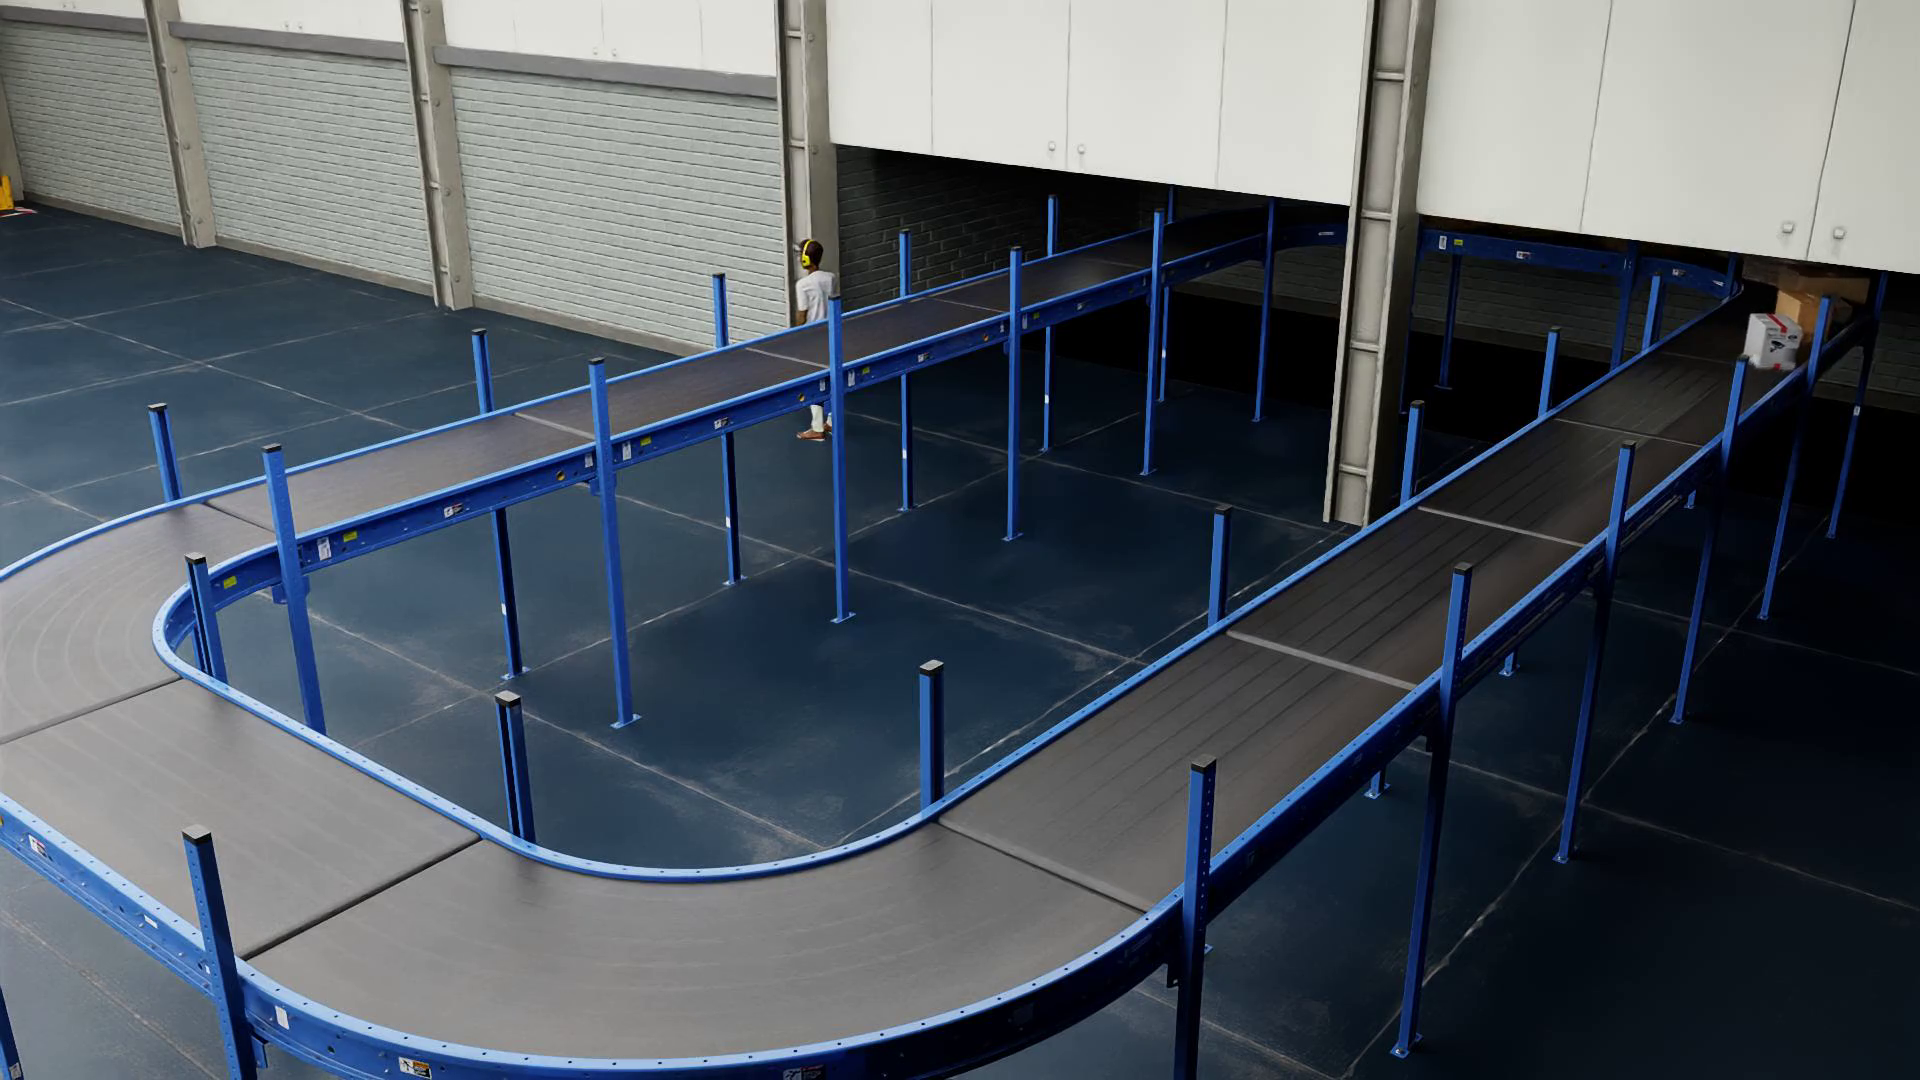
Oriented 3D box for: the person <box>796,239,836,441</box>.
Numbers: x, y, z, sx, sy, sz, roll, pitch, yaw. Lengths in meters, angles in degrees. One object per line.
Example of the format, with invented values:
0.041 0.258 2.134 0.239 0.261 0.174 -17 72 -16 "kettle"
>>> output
-1.326 -1.835 15.315 0.325 1.865 0.499 16 26 34 "person"
